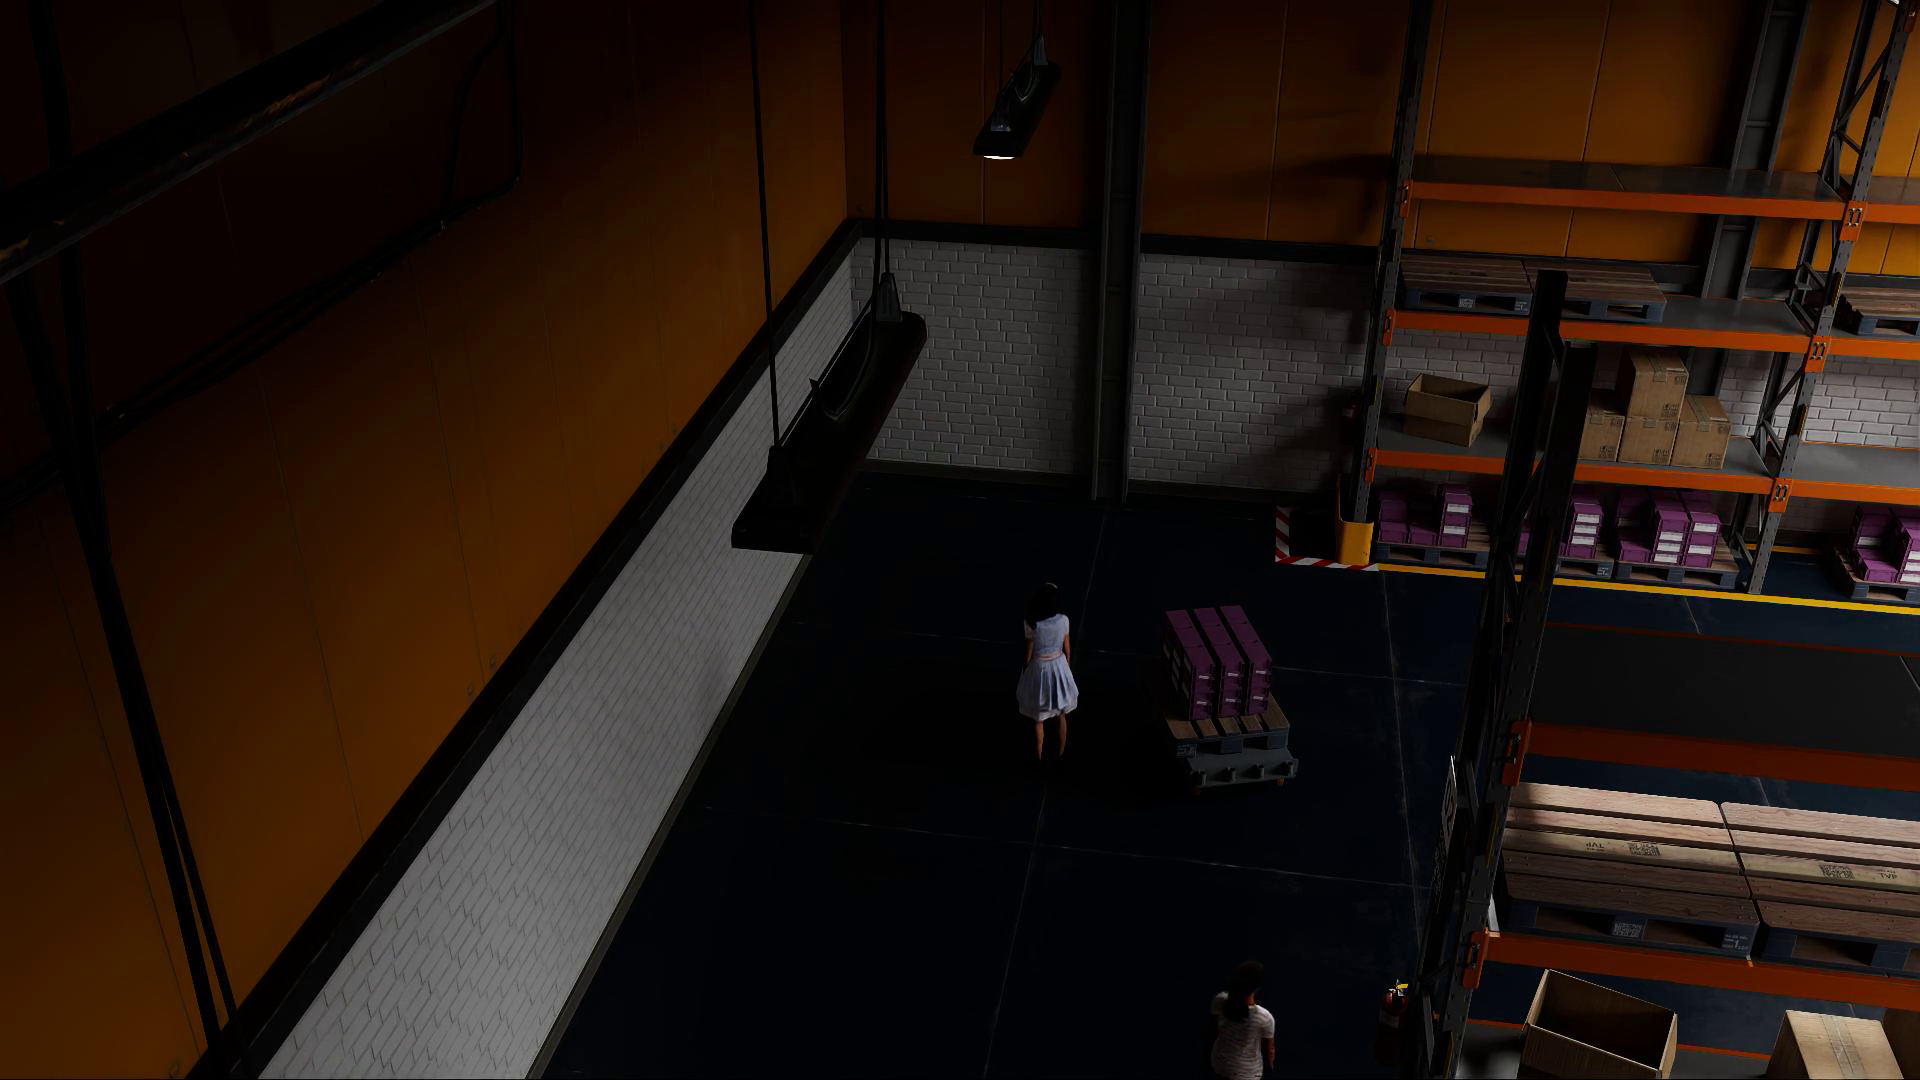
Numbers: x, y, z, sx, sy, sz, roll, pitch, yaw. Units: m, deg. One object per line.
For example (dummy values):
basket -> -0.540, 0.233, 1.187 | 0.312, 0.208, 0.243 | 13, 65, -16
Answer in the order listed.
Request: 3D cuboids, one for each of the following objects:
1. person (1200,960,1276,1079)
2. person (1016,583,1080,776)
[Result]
person -> 1.662, 3.308, 10.242 | 0.836, 1.628, 0.839 | 22, 36, 35
person -> 0.727, 1.173, 13.958 | 0.764, 1.818, 0.854 | -4, 29, -8
